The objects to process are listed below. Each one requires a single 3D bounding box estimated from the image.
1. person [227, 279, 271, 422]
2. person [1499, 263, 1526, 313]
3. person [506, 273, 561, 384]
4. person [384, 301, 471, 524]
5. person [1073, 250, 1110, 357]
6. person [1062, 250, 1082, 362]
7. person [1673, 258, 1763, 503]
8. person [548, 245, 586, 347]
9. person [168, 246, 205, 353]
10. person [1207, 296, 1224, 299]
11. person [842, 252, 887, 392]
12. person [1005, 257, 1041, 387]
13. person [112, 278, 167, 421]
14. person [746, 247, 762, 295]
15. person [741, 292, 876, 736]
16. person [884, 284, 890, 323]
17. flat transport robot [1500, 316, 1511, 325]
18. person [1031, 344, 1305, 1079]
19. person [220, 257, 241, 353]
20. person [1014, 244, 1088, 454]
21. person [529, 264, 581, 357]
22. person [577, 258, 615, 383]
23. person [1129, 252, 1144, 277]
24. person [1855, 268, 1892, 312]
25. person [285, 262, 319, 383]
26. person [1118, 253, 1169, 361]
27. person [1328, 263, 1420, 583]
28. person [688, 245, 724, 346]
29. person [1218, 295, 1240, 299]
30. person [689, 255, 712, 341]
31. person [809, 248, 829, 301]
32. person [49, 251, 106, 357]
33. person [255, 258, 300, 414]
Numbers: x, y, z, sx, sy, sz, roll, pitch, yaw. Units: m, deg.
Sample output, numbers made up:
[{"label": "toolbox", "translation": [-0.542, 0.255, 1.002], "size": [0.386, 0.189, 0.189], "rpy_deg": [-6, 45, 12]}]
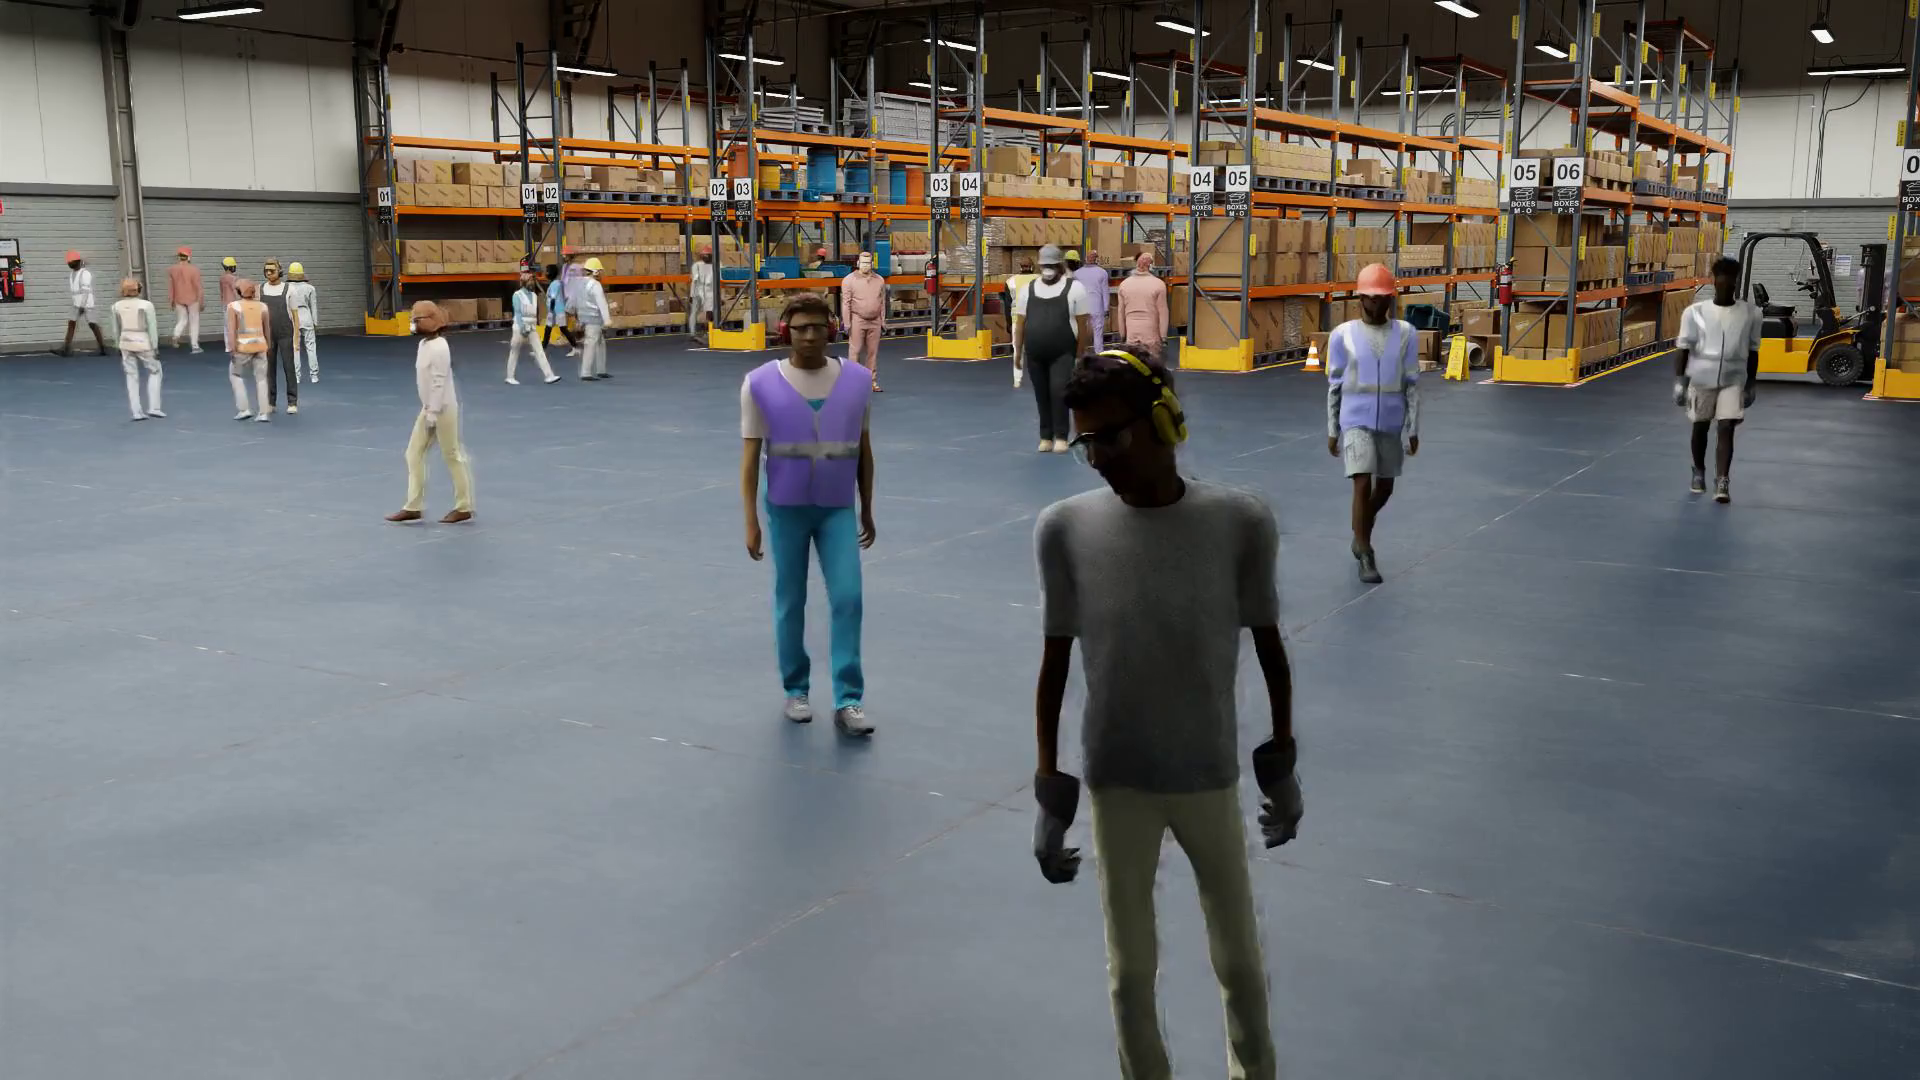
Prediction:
[{"label": "person", "translation": [-8.081, -2.143, 18.863], "size": [0.543, 1.618, 0.549], "rpy_deg": [8, 13, 36]}, {"label": "person", "translation": [11.563, -5.160, 34.744], "size": [0.608, 1.987, 0.388], "rpy_deg": [7, 12, 35]}, {"label": "person", "translation": [-6.178, -3.004, 23.783], "size": [0.875, 1.591, 0.529], "rpy_deg": [5, 11, 27]}, {"label": "person", "translation": [-3.850, -0.895, 11.878], "size": [0.695, 1.604, 0.530], "rpy_deg": [-7, 12, -33]}, {"label": "person", "translation": [2.195, -3.845, 27.600], "size": [0.639, 1.910, 0.407], "rpy_deg": [5, 11, 25]}, {"label": "person", "translation": [1.849, -3.977, 28.330], "size": [0.458, 1.908, 0.605], "rpy_deg": [0, 10, 1]}, {"label": "person", "translation": [5.997, -1.272, 13.196], "size": [0.619, 1.909, 1.023], "rpy_deg": [4, 11, 20]}, {"label": "person", "translation": [-7.632, -4.819, 32.852], "size": [1.062, 2.001, 0.629], "rpy_deg": [-7, 12, -34]}, {"label": "person", "translation": [-14.227, -4.406, 30.566], "size": [0.615, 1.970, 0.595], "rpy_deg": [1, 10, 6]}, {"label": "person", "translation": [5.416, -5.066, 34.718], "size": [0.592, 1.811, 0.634], "rpy_deg": [-8, 13, -37]}, {"label": "person", "translation": [-1.276, -2.939, 22.536], "size": [0.649, 1.904, 0.401], "rpy_deg": [-6, 12, -29]}, {"label": "person", "translation": [0.944, -3.056, 23.389], "size": [0.624, 1.837, 0.430], "rpy_deg": [2, 10, 10]}, {"label": "person", "translation": [-9.394, -2.186, 19.056], "size": [0.548, 1.624, 0.479], "rpy_deg": [1, 10, 4]}, {"label": "person", "translation": [-5.409, -6.676, 43.423], "size": [0.556, 1.917, 0.601], "rpy_deg": [8, 13, 38]}, {"label": "person", "translation": [-0.592, -0.094, 6.838], "size": [0.586, 1.816, 0.773], "rpy_deg": [-3, 11, -17]}, {"label": "person", "translation": [-2.051, -6.370, 41.876], "size": [0.587, 1.862, 0.771], "rpy_deg": [5, 11, 27]}, {"label": "flat transport robot", "translation": [13.484, -5.375, 40.753], "size": [0.652, 0.197, 1.431], "rpy_deg": [3, 11, 17]}, {"label": "person", "translation": [0.454, 0.505, 3.459], "size": [0.618, 1.828, 0.467], "rpy_deg": [1, 10, 5]}, {"label": "person", "translation": [-13.439, -4.328, 30.704], "size": [0.525, 1.769, 0.308], "rpy_deg": [7, 12, 35]}, {"label": "person", "translation": [0.837, -1.844, 16.018], "size": [0.698, 2.000, 0.661], "rpy_deg": [4, 11, 19]}, {"label": "person", "translation": [-7.170, -4.044, 29.424], "size": [0.899, 1.649, 0.543], "rpy_deg": [-3, 10, -15]}, {"label": "person", "translation": [-5.256, -3.190, 24.232], "size": [0.737, 1.805, 0.606], "rpy_deg": [-7, 12, -33]}, {"label": "person", "translation": [3.409, -4.520, 31.516], "size": [0.530, 1.858, 0.609], "rpy_deg": [9, 13, 40]}, {"label": "person", "translation": [17.454, -4.589, 31.797], "size": [0.588, 1.904, 0.809], "rpy_deg": [6, 12, 30]}, {"label": "person", "translation": [-9.603, -3.157, 24.201], "size": [0.488, 1.746, 0.287], "rpy_deg": [-6, 12, -30]}, {"label": "person", "translation": [2.231, -2.500, 20.072], "size": [0.651, 1.906, 0.403], "rpy_deg": [6, 12, 32]}, {"label": "person", "translation": [2.509, -0.734, 10.174], "size": [0.551, 1.910, 0.845], "rpy_deg": [0, 10, 1]}, {"label": "person", "translation": [-5.013, -4.826, 32.861], "size": [0.610, 1.980, 1.060], "rpy_deg": [5, 11, 26]}, {"label": "person", "translation": [5.539, -4.921, 33.640], "size": [0.603, 1.903, 0.506], "rpy_deg": [9, 14, 42]}, {"label": "person", "translation": [-5.303, -5.098, 34.669], "size": [0.659, 1.881, 0.993], "rpy_deg": [8, 13, 38]}, {"label": "person", "translation": [-3.317, -5.875, 38.949], "size": [0.553, 1.915, 0.659], "rpy_deg": [4, 11, 23]}, {"label": "person", "translation": [-15.656, -4.168, 29.474], "size": [0.563, 1.879, 0.980], "rpy_deg": [5, 11, 28]}, {"label": "person", "translation": [-8.091, -2.407, 19.720], "size": [0.505, 1.847, 0.347], "rpy_deg": [-1, 10, -6]}]
